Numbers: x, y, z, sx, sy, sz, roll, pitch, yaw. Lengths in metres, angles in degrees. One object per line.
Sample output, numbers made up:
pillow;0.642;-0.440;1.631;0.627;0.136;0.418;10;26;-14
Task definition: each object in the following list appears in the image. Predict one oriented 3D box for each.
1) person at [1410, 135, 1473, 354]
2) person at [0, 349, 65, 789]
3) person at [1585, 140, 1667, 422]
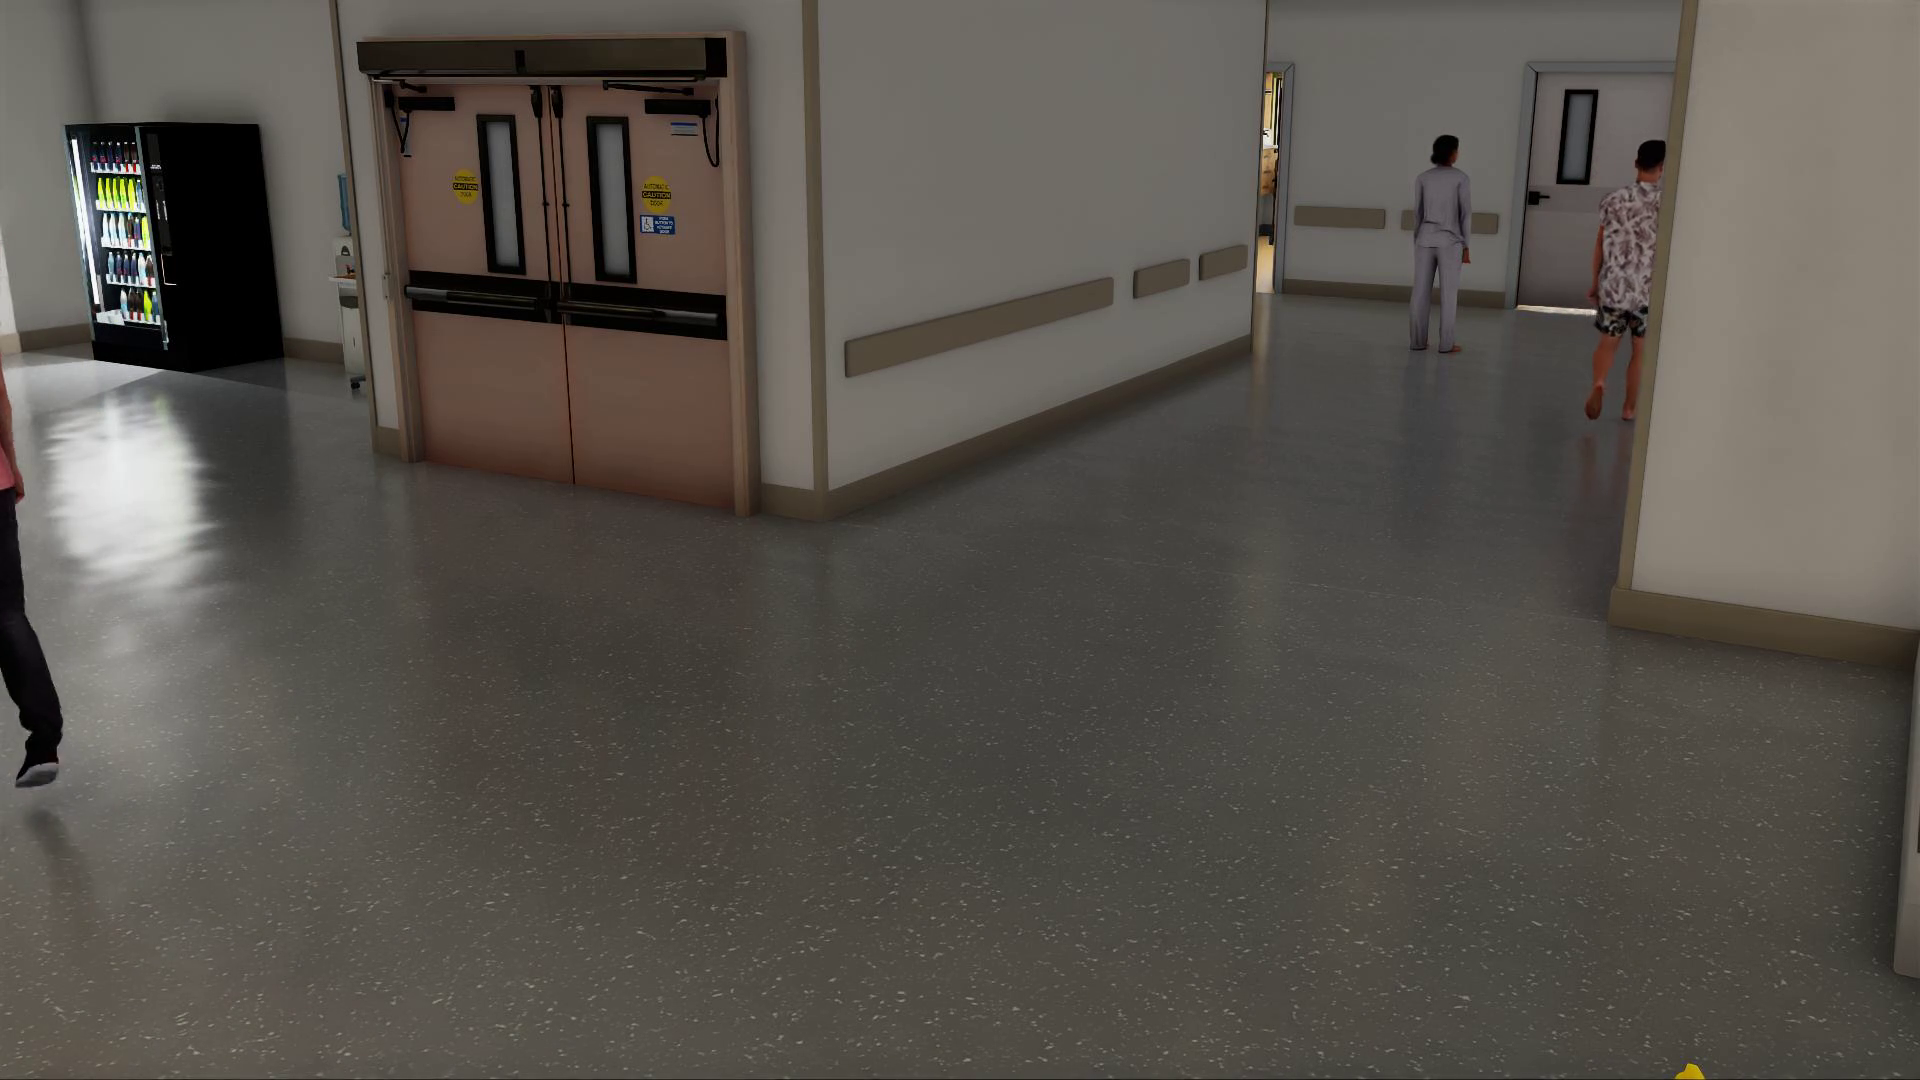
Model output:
person;3.915;-2.420;13.580;0.511;1.737;0.730;12;20;36
person;-3.097;-0.131;5.126;1.273;1.920;0.850;15;22;42
person;4.274;-1.620;10.636;0.865;1.795;0.779;11;19;33
